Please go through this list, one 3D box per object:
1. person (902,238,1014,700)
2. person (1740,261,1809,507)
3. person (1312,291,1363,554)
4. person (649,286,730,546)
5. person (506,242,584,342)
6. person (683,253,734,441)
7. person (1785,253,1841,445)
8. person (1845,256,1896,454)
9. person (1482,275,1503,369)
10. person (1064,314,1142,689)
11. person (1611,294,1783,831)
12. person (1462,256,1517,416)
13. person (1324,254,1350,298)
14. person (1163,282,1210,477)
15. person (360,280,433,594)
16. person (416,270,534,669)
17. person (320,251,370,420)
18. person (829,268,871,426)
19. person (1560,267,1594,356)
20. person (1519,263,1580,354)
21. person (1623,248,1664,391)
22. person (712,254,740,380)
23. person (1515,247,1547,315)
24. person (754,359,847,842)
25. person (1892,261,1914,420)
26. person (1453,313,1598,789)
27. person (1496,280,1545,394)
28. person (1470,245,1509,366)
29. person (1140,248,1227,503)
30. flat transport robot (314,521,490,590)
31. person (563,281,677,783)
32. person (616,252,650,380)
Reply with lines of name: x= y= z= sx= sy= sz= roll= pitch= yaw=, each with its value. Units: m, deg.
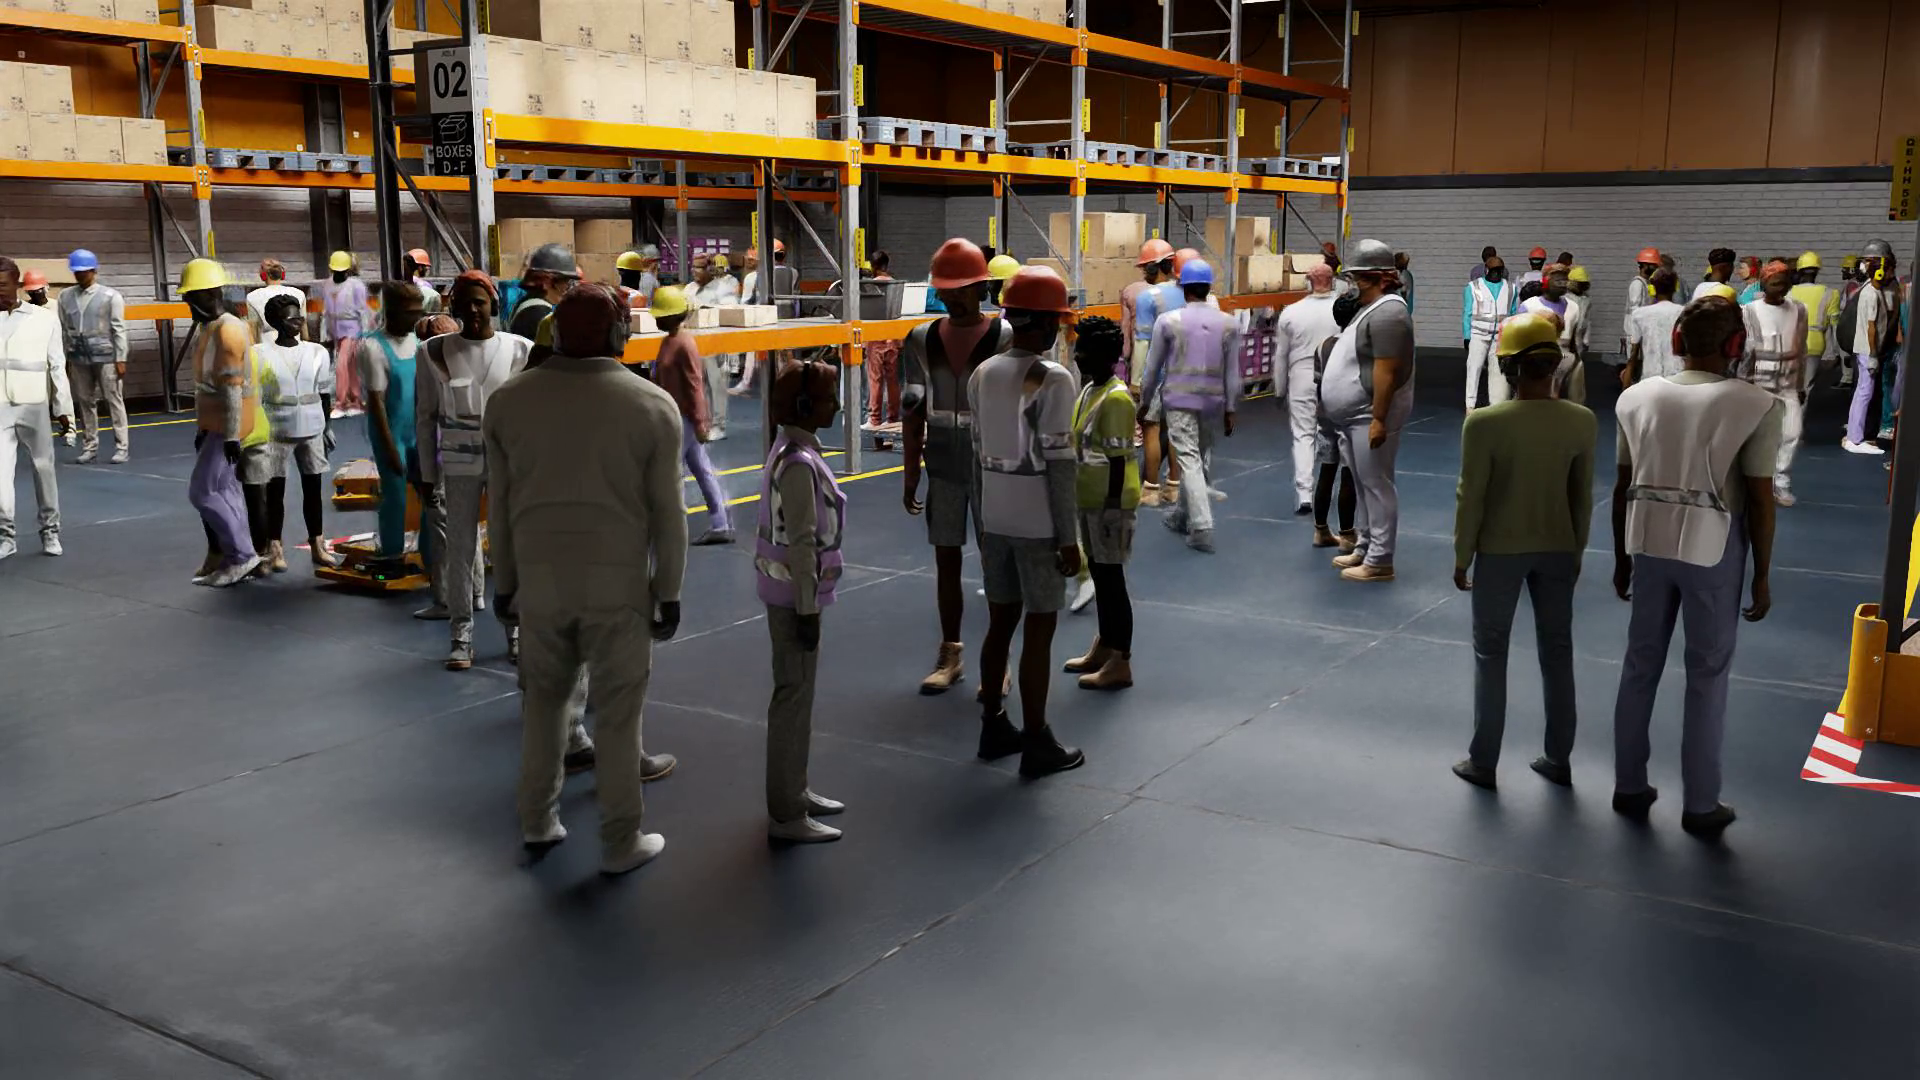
person: x=0.019 y=-0.301 z=7.346 sx=0.611 sy=2.030 sz=0.410 roll=4 pitch=11 yaw=20
person: x=6.121 y=-1.159 z=12.534 sx=0.602 sy=1.865 sz=0.537 roll=0 pitch=10 yaw=-1
person: x=2.500 y=-0.759 z=10.790 sx=0.316 sy=1.696 sz=0.540 roll=-5 pitch=11 yaw=-26
person: x=-1.896 y=-0.776 z=10.801 sx=0.869 sy=1.712 sz=0.544 roll=-4 pitch=11 yaw=-21
person: x=-2.342 y=-0.713 z=9.581 sx=0.538 sy=2.000 sz=0.696 roll=-4 pitch=11 yaw=-20
person: x=-2.605 y=-1.909 z=16.623 sx=0.680 sy=1.883 sz=0.686 roll=7 pitch=12 yaw=33
person: x=8.457 y=-1.906 z=16.620 sx=0.606 sy=1.880 sz=0.951 roll=8 pitch=13 yaw=38
person: x=8.691 y=-1.756 z=15.845 sx=0.328 sy=1.868 sz=0.509 roll=4 pitch=11 yaw=21
person: x=8.290 y=-3.461 z=25.935 sx=0.269 sy=1.632 sz=0.504 roll=-9 pitch=14 yaw=-40
person: x=0.651 y=-0.173 z=7.575 sx=0.320 sy=1.688 sz=0.543 roll=-2 pitch=10 yaw=-9
person: x=2.501 y=0.083 z=5.741 sx=0.390 sy=1.837 sz=0.561 roll=-9 pitch=13 yaw=-40
person: x=6.081 y=-2.330 z=19.103 sx=0.625 sy=1.841 sz=0.429 roll=0 pitch=10 yaw=0
person: x=4.622 y=-2.663 z=20.939 sx=0.502 sy=1.852 sz=0.634 roll=6 pitch=12 yaw=31
person: x=1.937 y=-1.388 z=14.143 sx=0.566 sy=1.744 sz=0.350 roll=6 pitch=12 yaw=32
person: x=-3.128 y=-0.555 z=9.380 sx=0.559 sy=1.797 sz=0.576 roll=4 pitch=11 yaw=23
person: x=-2.264 y=-0.330 z=7.894 sx=0.585 sy=1.882 sz=0.343 roll=-4 pitch=11 yaw=-19
person: x=-7.016 y=-2.297 z=18.769 sx=0.643 sy=1.883 sz=0.777 roll=6 pitch=12 yaw=31
person: x=-1.137 y=-2.182 z=18.100 sx=0.597 sy=1.908 sz=0.401 roll=-5 pitch=11 yaw=-24
person: x=7.130 y=-2.315 z=19.425 sx=0.495 sy=1.705 sz=0.592 roll=-3 pitch=11 yaw=-18
person: x=4.846 y=-1.367 z=13.793 sx=0.569 sy=1.835 sz=0.403 roll=-3 pitch=11 yaw=-18
person: x=7.985 y=-2.443 z=19.482 sx=0.389 sy=1.930 sz=0.544 roll=6 pitch=12 yaw=32
person: x=-3.447 y=-3.238 z=24.215 sx=0.607 sy=1.821 sz=0.416 roll=9 pitch=13 yaw=40
person: x=7.672 y=-2.939 z=22.213 sx=0.543 sy=1.934 sz=0.362 roll=5 pitch=11 yaw=24
person: x=-0.538 y=0.204 z=5.642 sx=0.316 sy=1.629 sz=0.509 roll=-1 pitch=10 yaw=-7
person: x=10.095 y=-2.065 z=17.658 sx=0.352 sy=1.835 sz=0.518 roll=6 pitch=12 yaw=31
person: x=2.077 y=0.045 z=6.177 sx=0.529 sy=1.759 sz=0.341 roll=-1 pitch=10 yaw=-6
person: x=4.723 y=-1.306 z=13.833 sx=0.530 sy=1.692 sz=0.322 roll=8 pitch=13 yaw=36
person: x=8.402 y=-3.712 z=26.498 sx=0.626 sy=1.933 sz=0.373 roll=-1 pitch=10 yaw=-8
person: x=1.746 y=-1.265 z=12.870 sx=0.776 sy=1.967 sz=0.504 roll=-9 pitch=14 yaw=-42
flat transport robot: x=-3.129 y=0.066 z=10.169 sx=0.652 sy=0.197 sz=1.431 roll=7 pitch=12 yaw=33
person: x=-1.320 y=-0.015 z=6.195 sx=0.450 sy=1.875 sz=0.578 roll=-9 pitch=14 yaw=-41
person: x=-3.034 y=-1.675 z=15.267 sx=0.582 sy=1.919 sz=0.398 roll=9 pitch=14 yaw=41
